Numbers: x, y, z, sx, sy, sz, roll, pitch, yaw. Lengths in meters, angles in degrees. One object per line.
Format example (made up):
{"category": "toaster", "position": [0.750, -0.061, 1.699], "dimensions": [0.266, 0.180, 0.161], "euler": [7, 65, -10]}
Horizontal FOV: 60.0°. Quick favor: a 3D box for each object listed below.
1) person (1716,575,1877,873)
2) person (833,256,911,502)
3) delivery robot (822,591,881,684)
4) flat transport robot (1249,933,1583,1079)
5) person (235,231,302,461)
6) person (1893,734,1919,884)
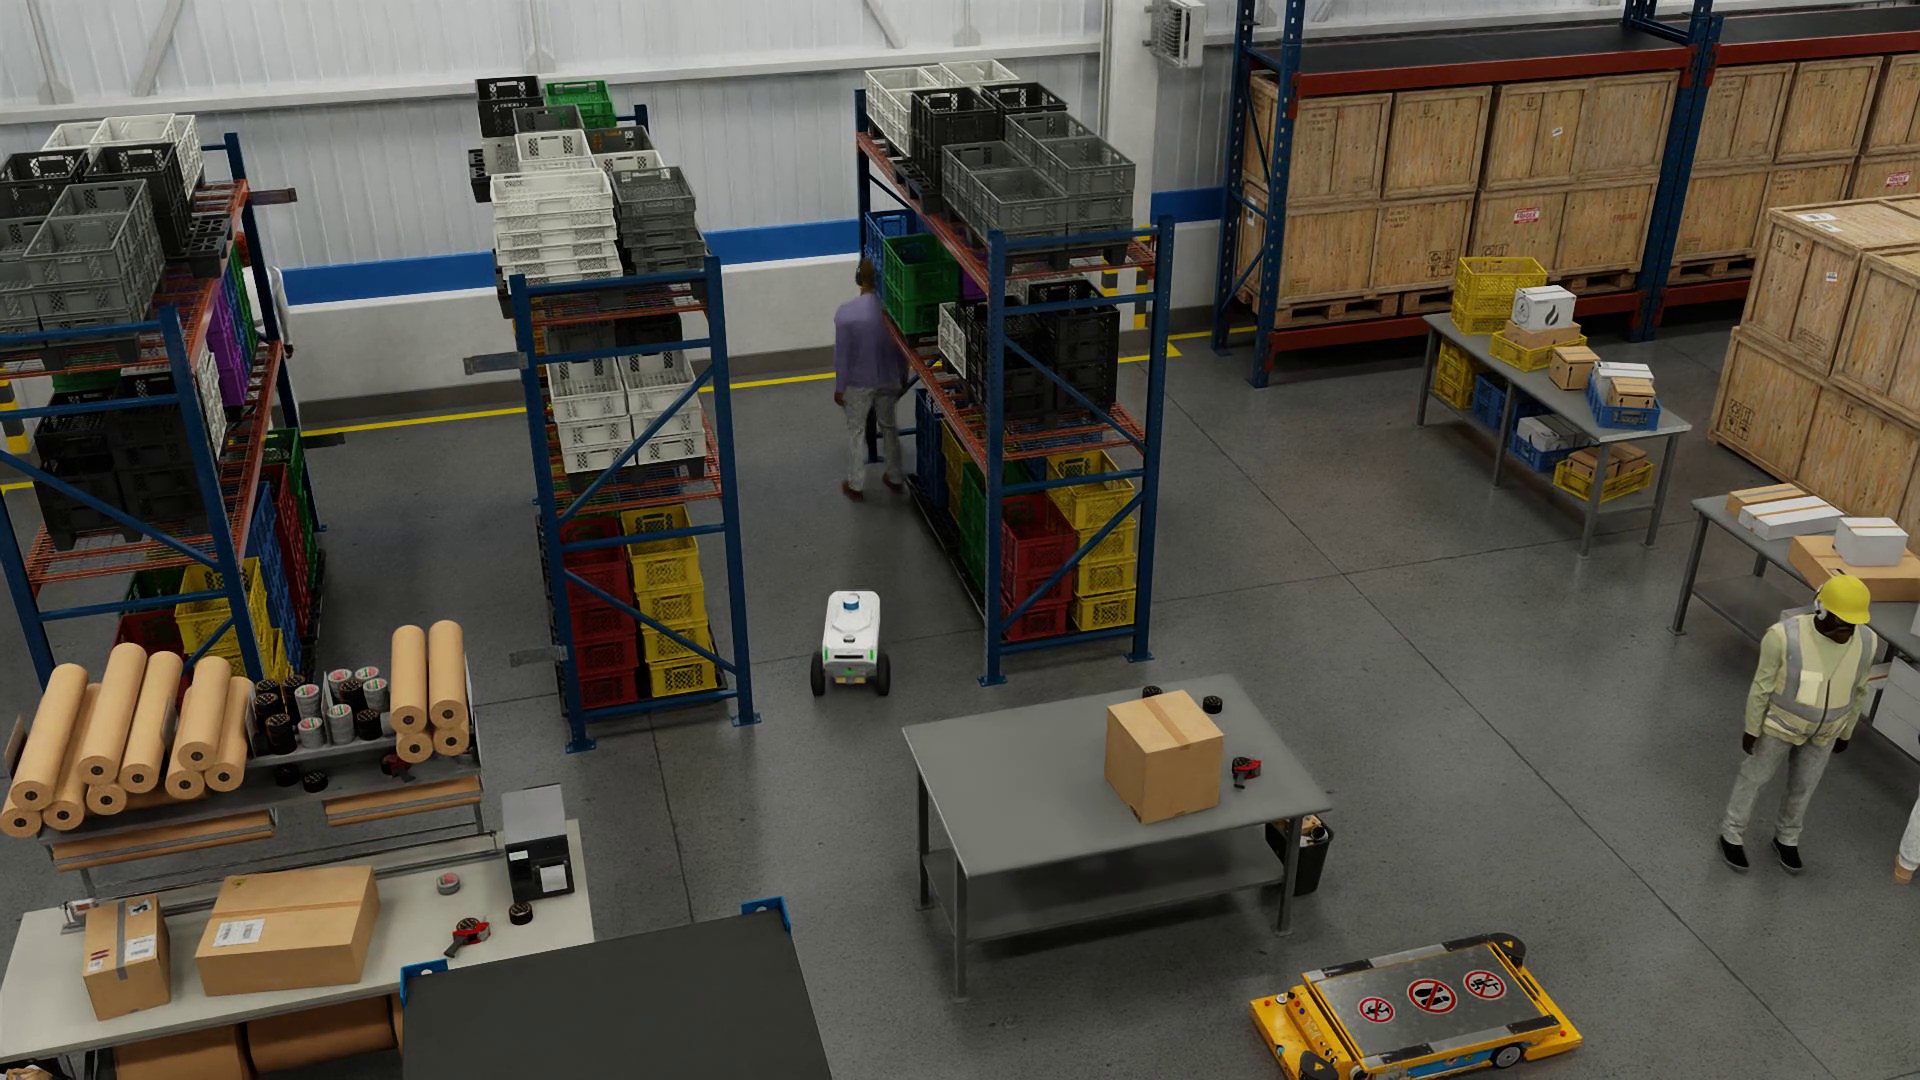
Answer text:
{"category": "person", "position": [4.439, 0.970, 8.774], "dimensions": [0.599, 1.824, 0.403], "euler": [2, 29, 3]}
{"category": "person", "position": [-0.656, -1.218, 12.667], "dimensions": [0.664, 1.912, 0.392], "euler": [-16, 33, -27]}
{"category": "delivery robot", "position": [-0.694, 0.586, 10.680], "dimensions": [0.477, 0.478, 0.707], "euler": [0, 29, 0]}
{"category": "flat transport robot", "position": [2.184, 2.282, 7.980], "dimensions": [1.431, 0.197, 0.652], "euler": [-8, 30, -14]}
{"category": "person", "position": [-5.598, -1.551, 13.310], "dimensions": [0.357, 1.878, 0.578], "euler": [21, 35, 33]}
{"category": "person", "position": [5.281, 1.056, 8.593], "dimensions": [0.627, 1.844, 0.429], "euler": [24, 37, 36]}
